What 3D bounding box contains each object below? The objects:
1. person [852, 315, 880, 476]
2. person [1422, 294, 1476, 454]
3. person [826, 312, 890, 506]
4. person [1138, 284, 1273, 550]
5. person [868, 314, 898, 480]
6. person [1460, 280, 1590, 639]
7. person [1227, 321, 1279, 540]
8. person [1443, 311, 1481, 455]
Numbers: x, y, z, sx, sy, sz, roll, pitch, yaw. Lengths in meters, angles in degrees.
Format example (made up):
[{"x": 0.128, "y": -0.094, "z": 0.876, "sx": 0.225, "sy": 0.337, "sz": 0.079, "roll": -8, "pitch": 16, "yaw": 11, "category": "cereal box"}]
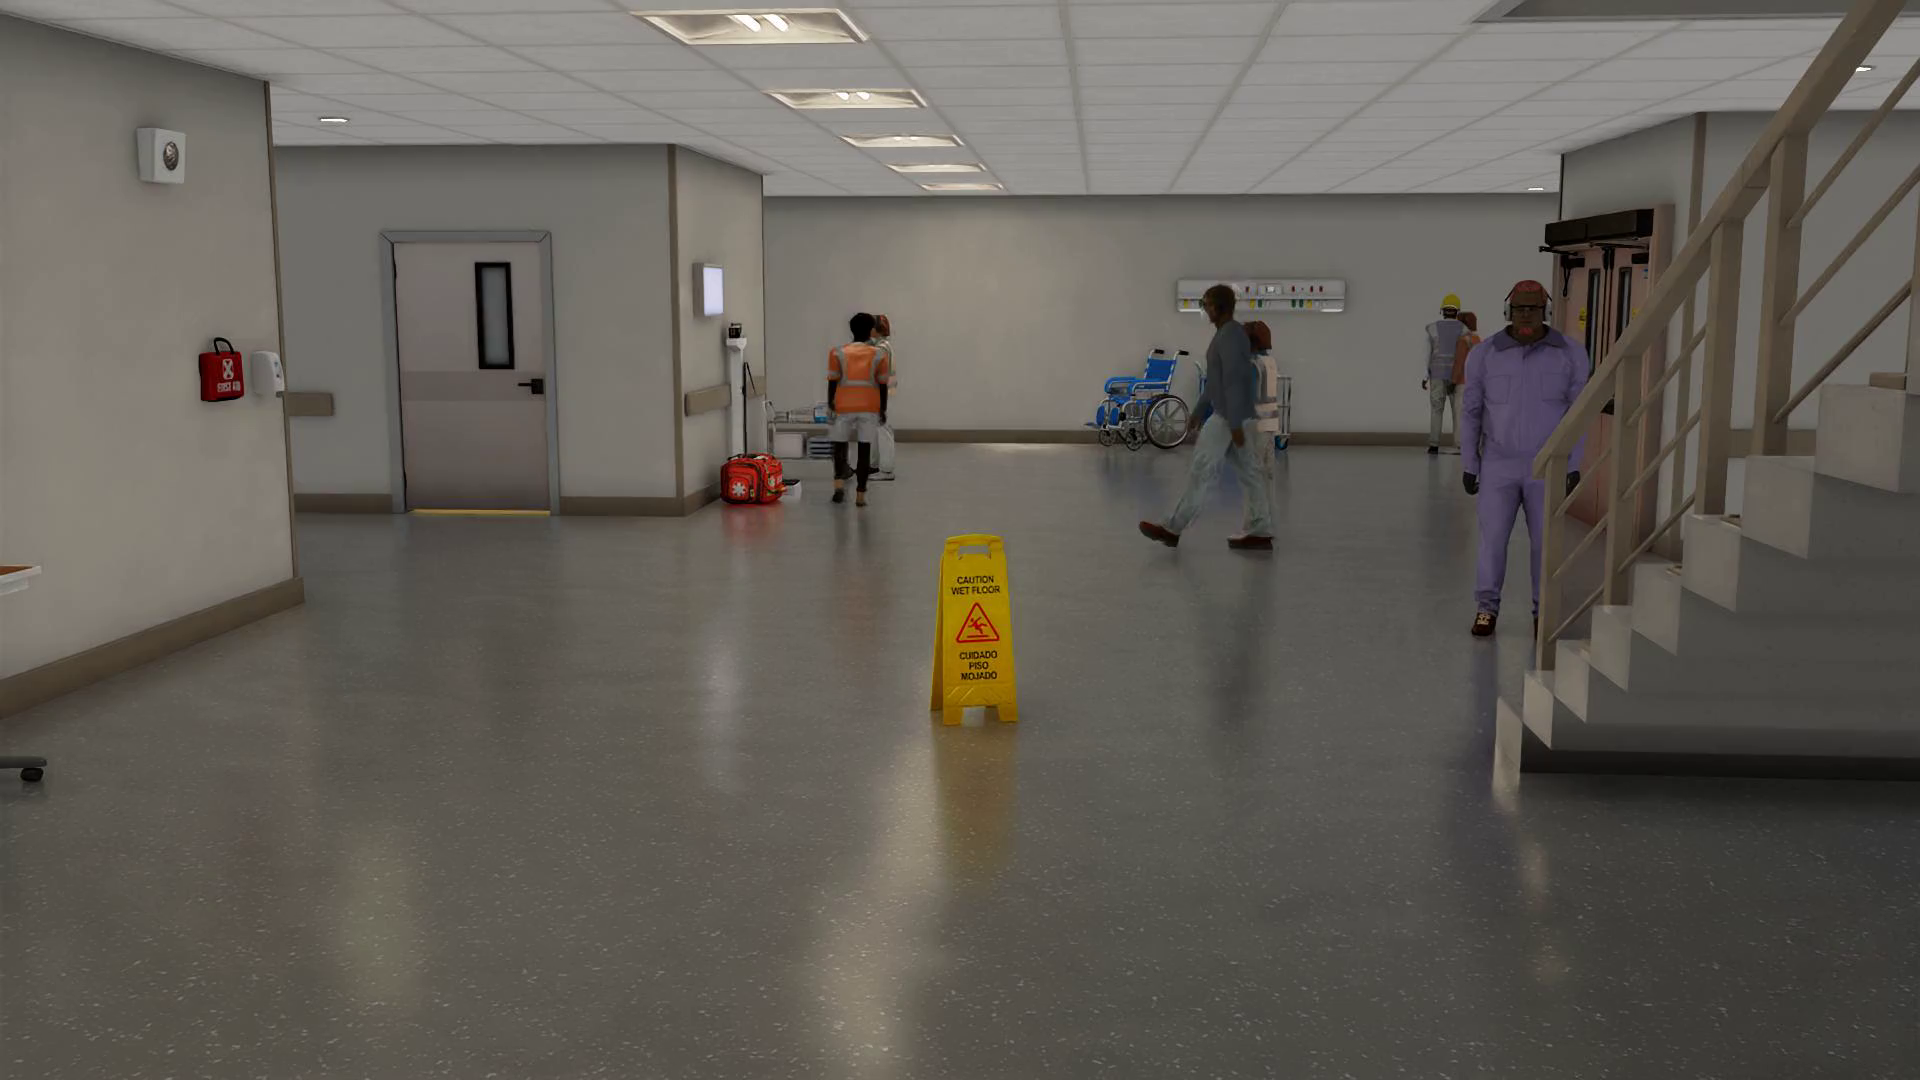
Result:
[{"x": -0.949, "y": -1.458, "z": 16.753, "sx": 0.286, "sy": 1.633, "sz": 0.501, "roll": -1, "pitch": 8, "yaw": -8, "category": "person"}, {"x": 5.575, "y": -1.886, "z": 18.989, "sx": 0.599, "sy": 1.830, "sz": 0.404, "roll": 2, "pitch": 9, "yaw": 13, "category": "person"}, {"x": -0.870, "y": -1.122, "z": 14.332, "sx": 0.558, "sy": 1.668, "sz": 0.405, "roll": -1, "pitch": 8, "yaw": -6, "category": "person"}, {"x": 1.794, "y": -0.863, "z": 11.842, "sx": 0.985, "sy": 1.885, "sz": 0.621, "roll": 2, "pitch": 9, "yaw": 16, "category": "person"}, {"x": -0.770, "y": -1.400, "z": 16.376, "sx": 0.314, "sy": 1.632, "sz": 0.517, "roll": 0, "pitch": 8, "yaw": -1, "category": "person"}, {"x": 2.966, "y": -0.414, "z": 8.790, "sx": 0.634, "sy": 1.900, "sz": 0.398, "roll": 3, "pitch": 9, "yaw": 18, "category": "person"}, {"x": 2.197, "y": -0.801, "z": 12.301, "sx": 0.319, "sy": 1.631, "sz": 0.518, "roll": 5, "pitch": 10, "yaw": 29, "category": "person"}, {"x": 5.743, "y": -1.777, "z": 18.916, "sx": 0.335, "sy": 1.640, "sz": 0.533, "roll": 6, "pitch": 10, "yaw": 34, "category": "person"}]
